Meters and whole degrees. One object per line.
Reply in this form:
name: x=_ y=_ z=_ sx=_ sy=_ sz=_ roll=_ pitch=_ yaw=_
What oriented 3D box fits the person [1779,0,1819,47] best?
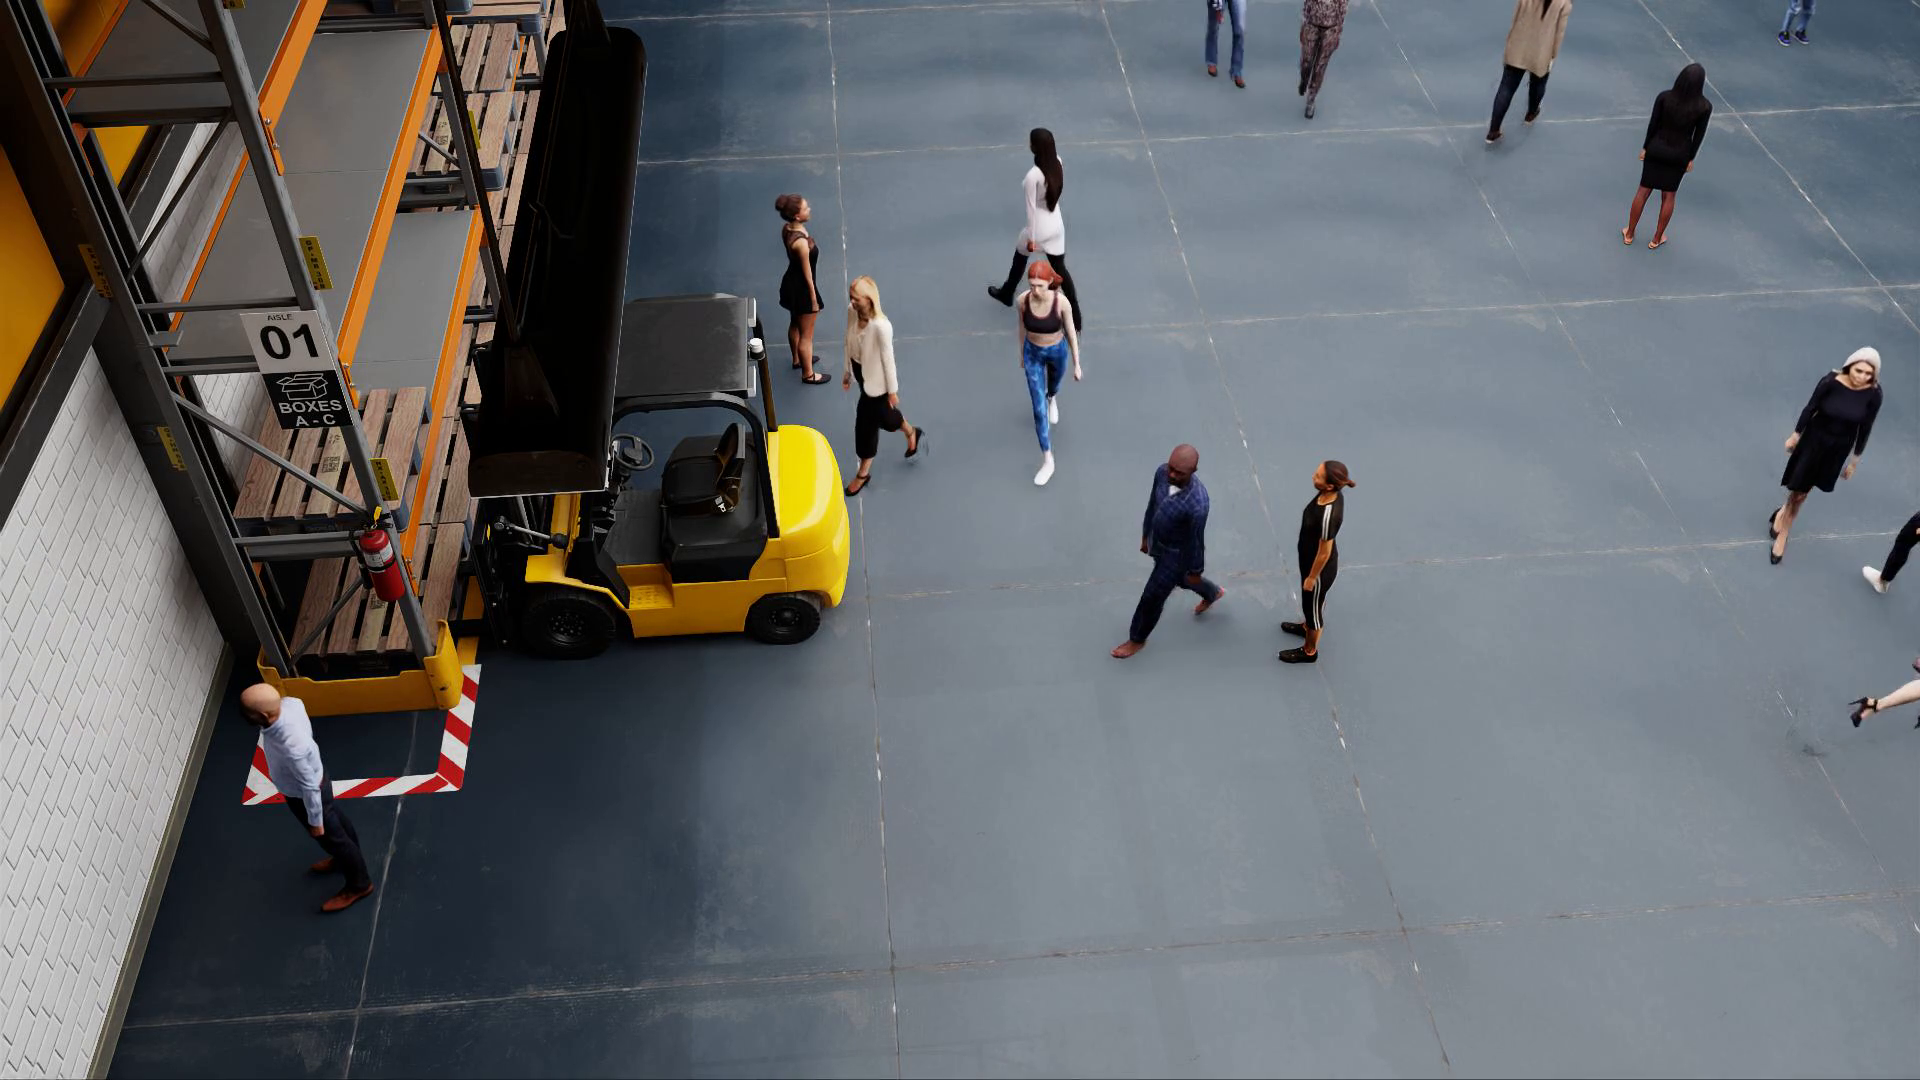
person: x=8.847 y=-5.782 z=17.282 sx=0.494 sy=1.258 sz=0.502 roll=-6 pitch=44 yaw=-7

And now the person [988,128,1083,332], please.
person: x=0.737 y=-2.452 z=13.424 sx=1.227 sy=1.757 sz=1.147 roll=32 pitch=52 yaw=29

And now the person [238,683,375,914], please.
person: x=-3.656 y=1.419 z=9.338 sx=0.774 sy=1.789 sz=0.616 roll=-18 pitch=47 yaw=-18

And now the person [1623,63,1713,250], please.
person: x=6.117 y=-3.328 z=14.370 sx=0.682 sy=1.720 sz=0.687 roll=19 pitch=47 yaw=19

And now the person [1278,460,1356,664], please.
person: x=2.323 y=0.131 z=10.777 sx=0.695 sy=1.668 sz=0.532 roll=9 pitch=44 yaw=9

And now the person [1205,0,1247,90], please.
person: x=2.587 y=-5.418 z=16.534 sx=0.759 sy=1.762 sz=0.911 roll=-12 pitch=45 yaw=-12

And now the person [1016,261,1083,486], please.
person: x=0.642 y=-1.356 z=12.285 sx=0.908 sy=1.741 sz=1.291 roll=5 pitch=44 yaw=5

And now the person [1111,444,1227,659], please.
person: x=1.451 y=0.021 z=10.809 sx=1.015 sy=1.784 sz=1.178 roll=-15 pitch=46 yaw=-15

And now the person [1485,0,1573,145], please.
person: x=5.314 y=-4.588 z=15.600 sx=1.106 sy=1.849 sz=1.256 roll=23 pitch=48 yaw=22

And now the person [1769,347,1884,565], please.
person: x=5.998 y=-0.674 z=11.576 sx=0.758 sy=1.732 sz=0.867 roll=12 pitch=45 yaw=13

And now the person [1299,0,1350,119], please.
person: x=3.514 y=-4.951 z=16.086 sx=0.693 sy=1.705 sz=0.813 roll=10 pitch=45 yaw=11

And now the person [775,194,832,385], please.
person: x=-1.241 y=-1.971 z=12.984 sx=0.701 sy=1.668 sz=0.588 roll=-16 pitch=46 yaw=-16

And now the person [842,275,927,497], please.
person: x=-0.566 y=-1.155 z=12.012 sx=1.016 sy=1.827 sz=1.091 roll=-26 pitch=49 yaw=-25
